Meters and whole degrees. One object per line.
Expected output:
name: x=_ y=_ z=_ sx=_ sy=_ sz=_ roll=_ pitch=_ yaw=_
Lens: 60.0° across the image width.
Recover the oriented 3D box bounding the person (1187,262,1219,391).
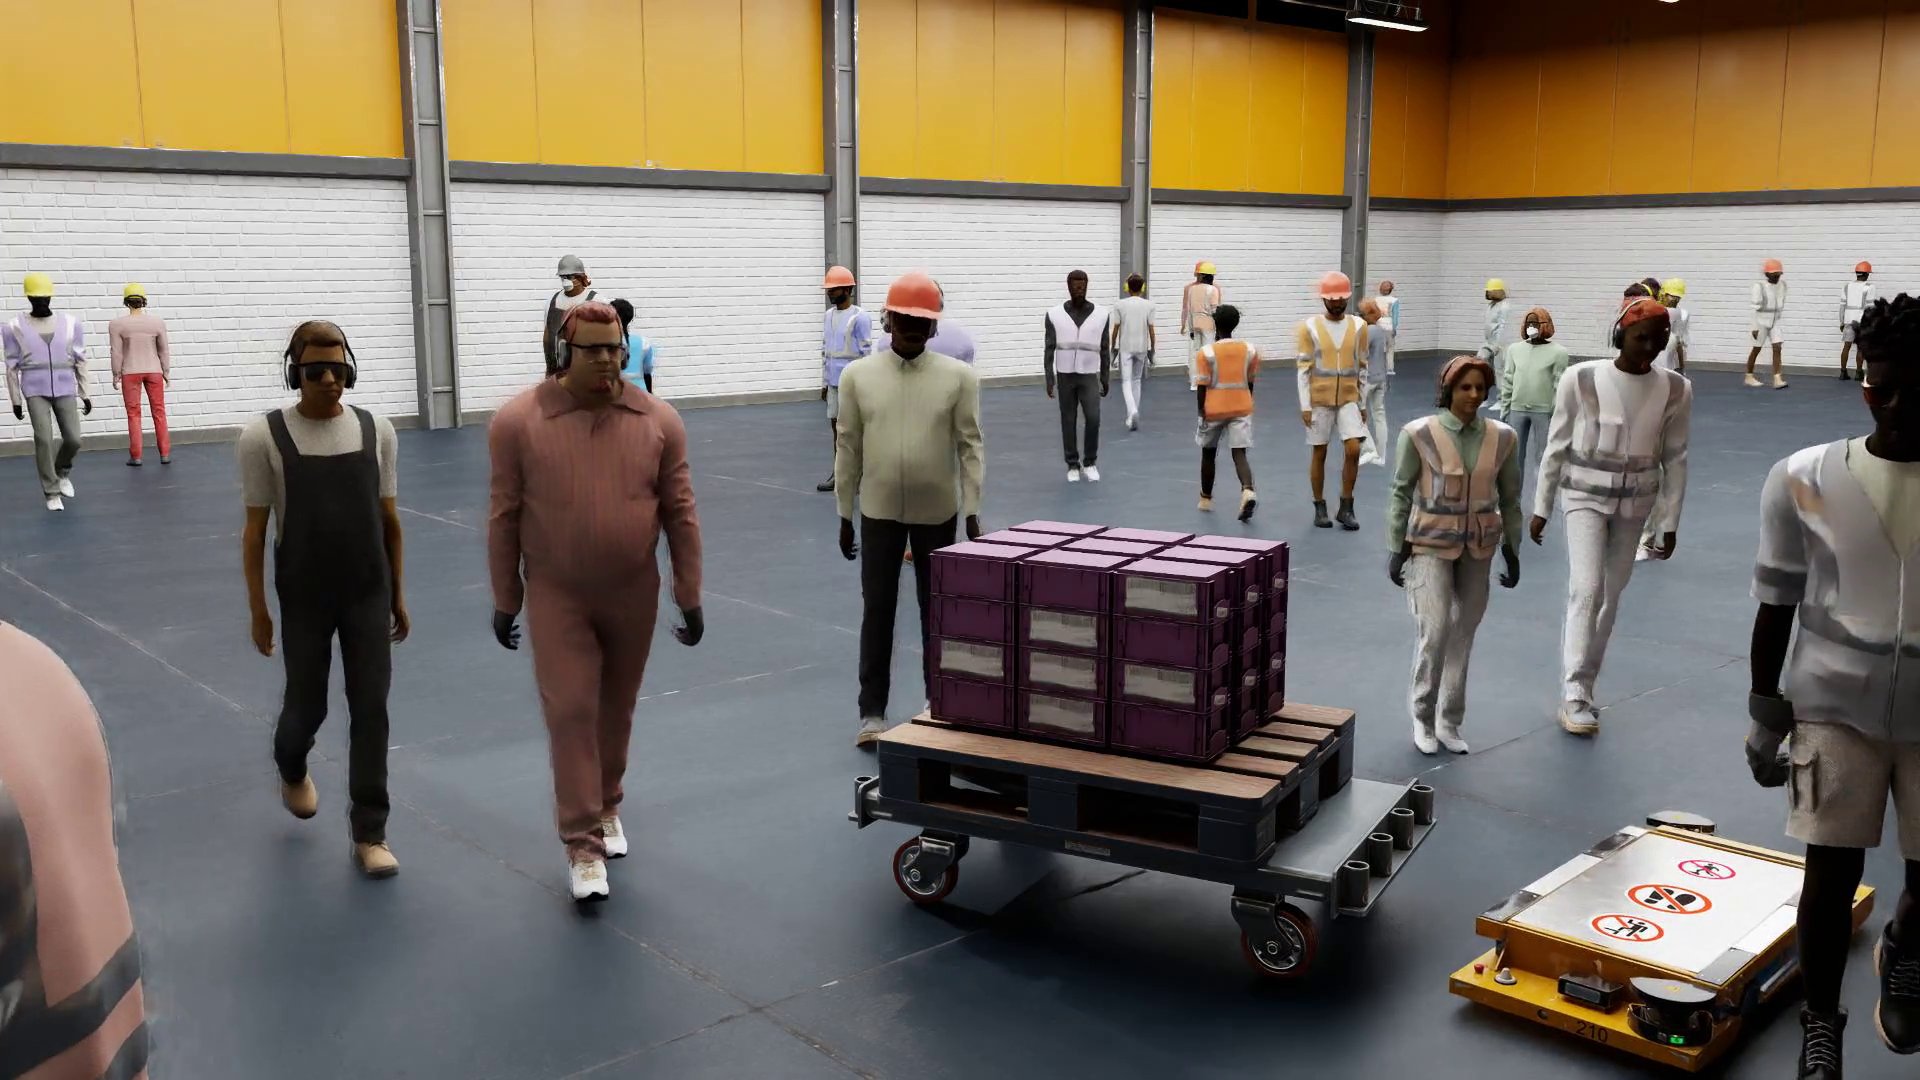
person: x=3.650 y=-3.159 z=24.764 sx=0.366 sy=1.926 sz=0.594 roll=-8 pitch=12 yaw=-38

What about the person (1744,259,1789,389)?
person: x=12.366 y=-3.294 z=25.412 sx=0.613 sy=1.973 sz=1.019 roll=-1 pitch=10 yaw=-8

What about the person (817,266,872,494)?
person: x=-1.000 y=-1.351 z=14.155 sx=0.552 sy=1.935 sz=0.374 roll=9 pitch=13 yaw=43

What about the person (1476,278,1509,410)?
person: x=6.948 y=-2.552 z=21.802 sx=0.606 sy=1.725 sz=0.499 roll=-3 pitch=10 yaw=-18

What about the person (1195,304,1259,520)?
person: x=2.075 y=-0.992 z=12.848 sx=0.526 sy=1.661 sz=0.796 roll=-1 pitch=10 yaw=-8

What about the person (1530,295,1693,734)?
person: x=2.795 y=-0.101 z=7.081 sx=0.620 sy=1.852 sz=0.772 roll=0 pitch=10 yaw=0

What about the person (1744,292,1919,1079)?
person: x=2.190 y=0.396 z=3.905 sx=0.660 sy=1.942 sz=0.552 roll=5 pitch=11 yaw=27

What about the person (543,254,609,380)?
person: x=-3.622 y=-1.651 z=15.607 sx=0.683 sy=2.000 sz=0.537 roll=2 pitch=10 yaw=13

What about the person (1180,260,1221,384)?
person: x=3.876 y=-3.483 z=26.588 sx=0.652 sy=1.962 sz=0.782 roll=4 pitch=10 yaw=21

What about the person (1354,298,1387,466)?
person: x=3.917 y=-1.502 z=15.948 sx=0.352 sy=1.619 sz=0.602 roll=7 pitch=12 yaw=35

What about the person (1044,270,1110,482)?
person: x=1.050 y=-1.450 z=14.843 sx=0.597 sy=1.894 sz=0.565 roll=0 pitch=10 yaw=1

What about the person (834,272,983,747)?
person: x=-0.220 y=-0.115 z=6.961 sx=0.636 sy=1.975 sz=0.723 roll=0 pitch=10 yaw=0

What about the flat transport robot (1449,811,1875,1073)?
flat transport robot: x=2.041 y=1.088 z=4.742 sx=0.652 sy=0.197 sz=1.431 roll=9 pitch=13 yaw=43

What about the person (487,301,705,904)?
person: x=-1.135 y=0.187 z=5.324 sx=0.664 sy=1.868 sz=0.921 roll=-4 pitch=11 yaw=-24

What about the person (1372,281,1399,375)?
person: x=7.144 y=-3.578 z=28.142 sx=0.522 sy=1.616 sz=0.740 roll=9 pitch=13 yaw=43

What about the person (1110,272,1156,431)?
person: x=2.025 y=-2.205 z=19.426 sx=0.518 sy=1.847 sz=0.841 roll=-1 pitch=10 yaw=-5

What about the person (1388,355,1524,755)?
person: x=2.010 y=0.074 z=6.691 sx=0.538 sy=1.623 sz=0.433 roll=-1 pitch=10 yaw=-8

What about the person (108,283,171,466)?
person: x=-7.921 y=-1.595 z=16.081 sx=0.533 sy=1.768 sz=0.311 roll=-8 pitch=12 yaw=-38

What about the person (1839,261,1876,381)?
person: x=14.606 y=-3.554 z=27.050 sx=0.366 sy=1.935 sz=0.552 roll=-7 pitch=12 yaw=-34

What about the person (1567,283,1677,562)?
person: x=4.362 y=-0.739 z=10.864 sx=0.775 sy=1.845 sz=0.515 roll=-6 pitch=11 yaw=-31

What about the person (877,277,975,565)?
person: x=-0.190 y=-0.702 z=10.478 sx=0.639 sy=1.905 sz=0.953 roll=-4 pitch=11 yaw=-23

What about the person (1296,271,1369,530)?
person: x=2.764 y=-1.014 z=12.253 sx=0.557 sy=1.908 sz=0.647 roll=0 pitch=10 yaw=-2

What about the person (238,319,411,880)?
person: x=-2.114 y=0.177 z=5.544 sx=0.516 sy=1.824 sz=0.711 roll=-7 pitch=12 yaw=-36

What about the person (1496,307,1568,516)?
person: x=4.414 y=-0.975 z=12.839 sx=0.500 sy=1.633 sz=0.285 roll=8 pitch=13 yaw=39

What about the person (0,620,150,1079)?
person: x=-1.229 y=0.779 z=1.995 sx=0.471 sy=1.826 sz=0.672 roll=-1 pitch=10 yaw=-8

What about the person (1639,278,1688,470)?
person: x=6.650 y=-1.610 z=16.040 sx=0.572 sy=1.807 sz=0.945 roll=-1 pitch=10 yaw=-9

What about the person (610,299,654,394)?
person: x=-2.722 y=-1.130 z=13.608 sx=0.535 sy=1.682 sz=0.503 roll=-8 pitch=13 yaw=-40

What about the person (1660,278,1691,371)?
person: x=7.448 y=-1.902 z=17.813 sx=0.638 sy=1.792 sz=0.655 roll=2 pitch=10 yaw=12

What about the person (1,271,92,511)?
person: x=-7.309 y=-1.194 z=13.318 sx=0.588 sy=1.906 sz=0.562 roll=-8 pitch=12 yaw=-39
